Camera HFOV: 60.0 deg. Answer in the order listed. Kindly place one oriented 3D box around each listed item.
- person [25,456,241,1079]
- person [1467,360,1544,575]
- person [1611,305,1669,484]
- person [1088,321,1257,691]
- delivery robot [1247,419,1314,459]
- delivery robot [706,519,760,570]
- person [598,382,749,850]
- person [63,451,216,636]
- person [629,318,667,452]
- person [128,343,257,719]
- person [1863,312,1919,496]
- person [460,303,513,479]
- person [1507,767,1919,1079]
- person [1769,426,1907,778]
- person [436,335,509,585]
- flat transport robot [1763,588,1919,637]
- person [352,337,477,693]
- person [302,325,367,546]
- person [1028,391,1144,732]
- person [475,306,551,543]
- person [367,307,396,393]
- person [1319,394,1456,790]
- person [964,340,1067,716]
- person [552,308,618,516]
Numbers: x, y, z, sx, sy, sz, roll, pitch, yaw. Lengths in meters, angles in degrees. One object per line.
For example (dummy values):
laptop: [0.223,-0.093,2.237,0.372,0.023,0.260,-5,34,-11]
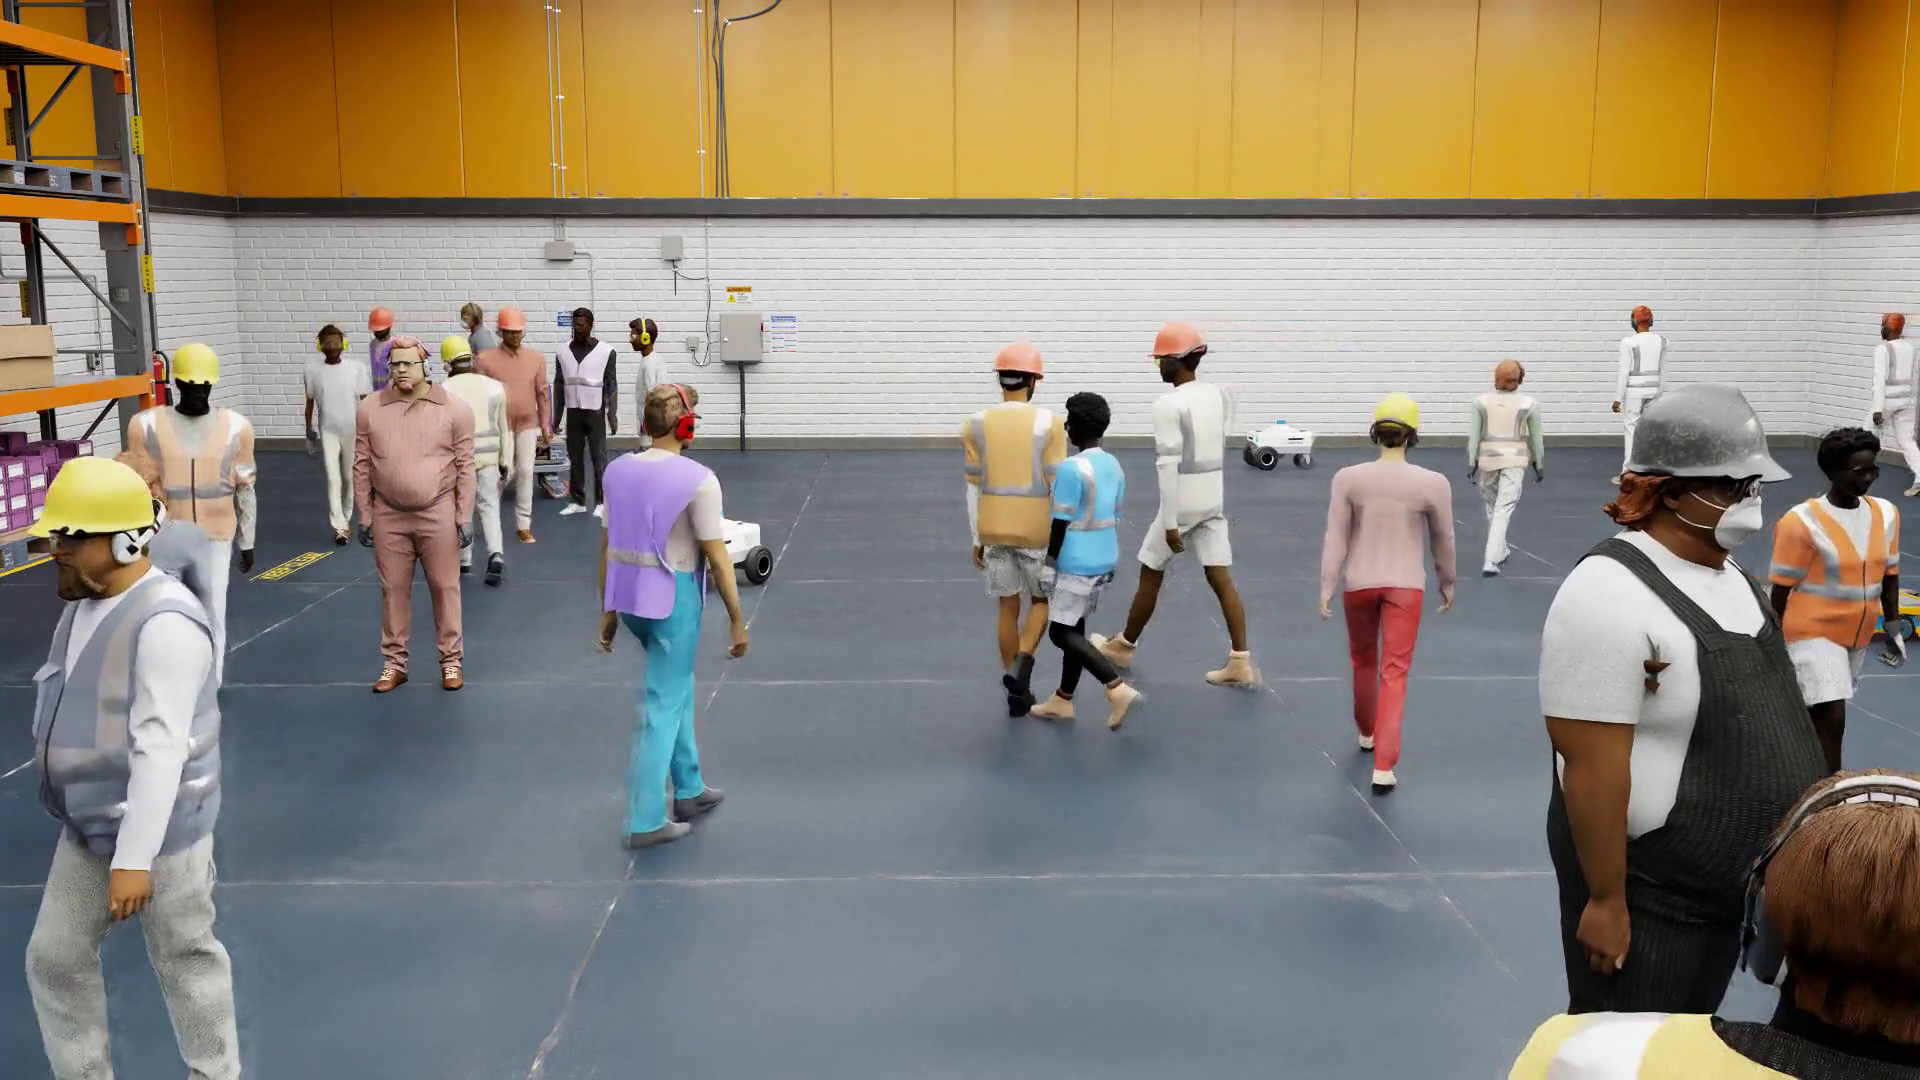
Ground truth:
person: [-2.114,0.706,4.079,0.599,1.806,0.686,7,11,36]
person: [4.093,-0.553,12.470,0.531,1.583,0.884,6,11,32]
person: [7.118,-1.506,17.429,0.573,1.884,0.355,-3,10,-15]
person: [1.208,-0.197,9.098,0.630,1.983,1.066,-8,12,-42]
delivery robot: [3.647,-1.133,18.915,0.707,0.478,0.477,-1,9,-8]
delivery robot: [-1.742,0.021,11.841,0.477,0.478,0.707,5,11,29]
person: [-1.103,0.283,6.657,0.602,1.815,0.777,7,11,36]
person: [-3.094,0.456,6.311,0.517,1.577,0.914,-5,10,-28]
person: [-2.598,-0.923,13.931,0.313,1.860,0.508,-1,9,-4]
person: [-3.837,-0.036,8.345,0.619,1.904,0.488,-5,10,-28]
person: [9.394,-1.365,16.721,0.595,1.839,0.990,-4,10,-23]
person: [-5.209,-1.555,17.666,0.910,1.900,0.641,-4,10,-23]
person: [0.777,1.115,1.605,0.633,1.815,0.887,5,11,30]
person: [3.441,0.354,6.698,0.530,1.664,0.811,-3,10,-19]
person: [-3.526,-0.578,12.010,0.594,1.802,0.822,-5,11,-29]
flat transport robot: [5.395,0.445,10.393,1.431,0.197,0.652,0,9,-1]
person: [-2.924,-0.132,8.931,0.643,1.909,0.409,-1,9,-7]
person: [-5.148,-0.871,13.786,0.499,1.812,1.042,-4,10,-25]
person: [0.612,0.115,8.102,0.658,1.676,0.551,6,11,30]
person: [-3.745,-0.961,13.842,0.611,1.972,0.629,-6,11,-33]
person: [-5.885,-1.428,16.978,0.583,1.873,0.769,5,11,30]
person: [1.915,0.206,7.451,0.547,1.706,0.923,4,10,23]
person: [0.274,-0.037,8.330,0.557,1.912,0.568,3,10,18]
person: [-3.443,-1.168,15.307,0.636,1.919,0.392,2,9,12]
